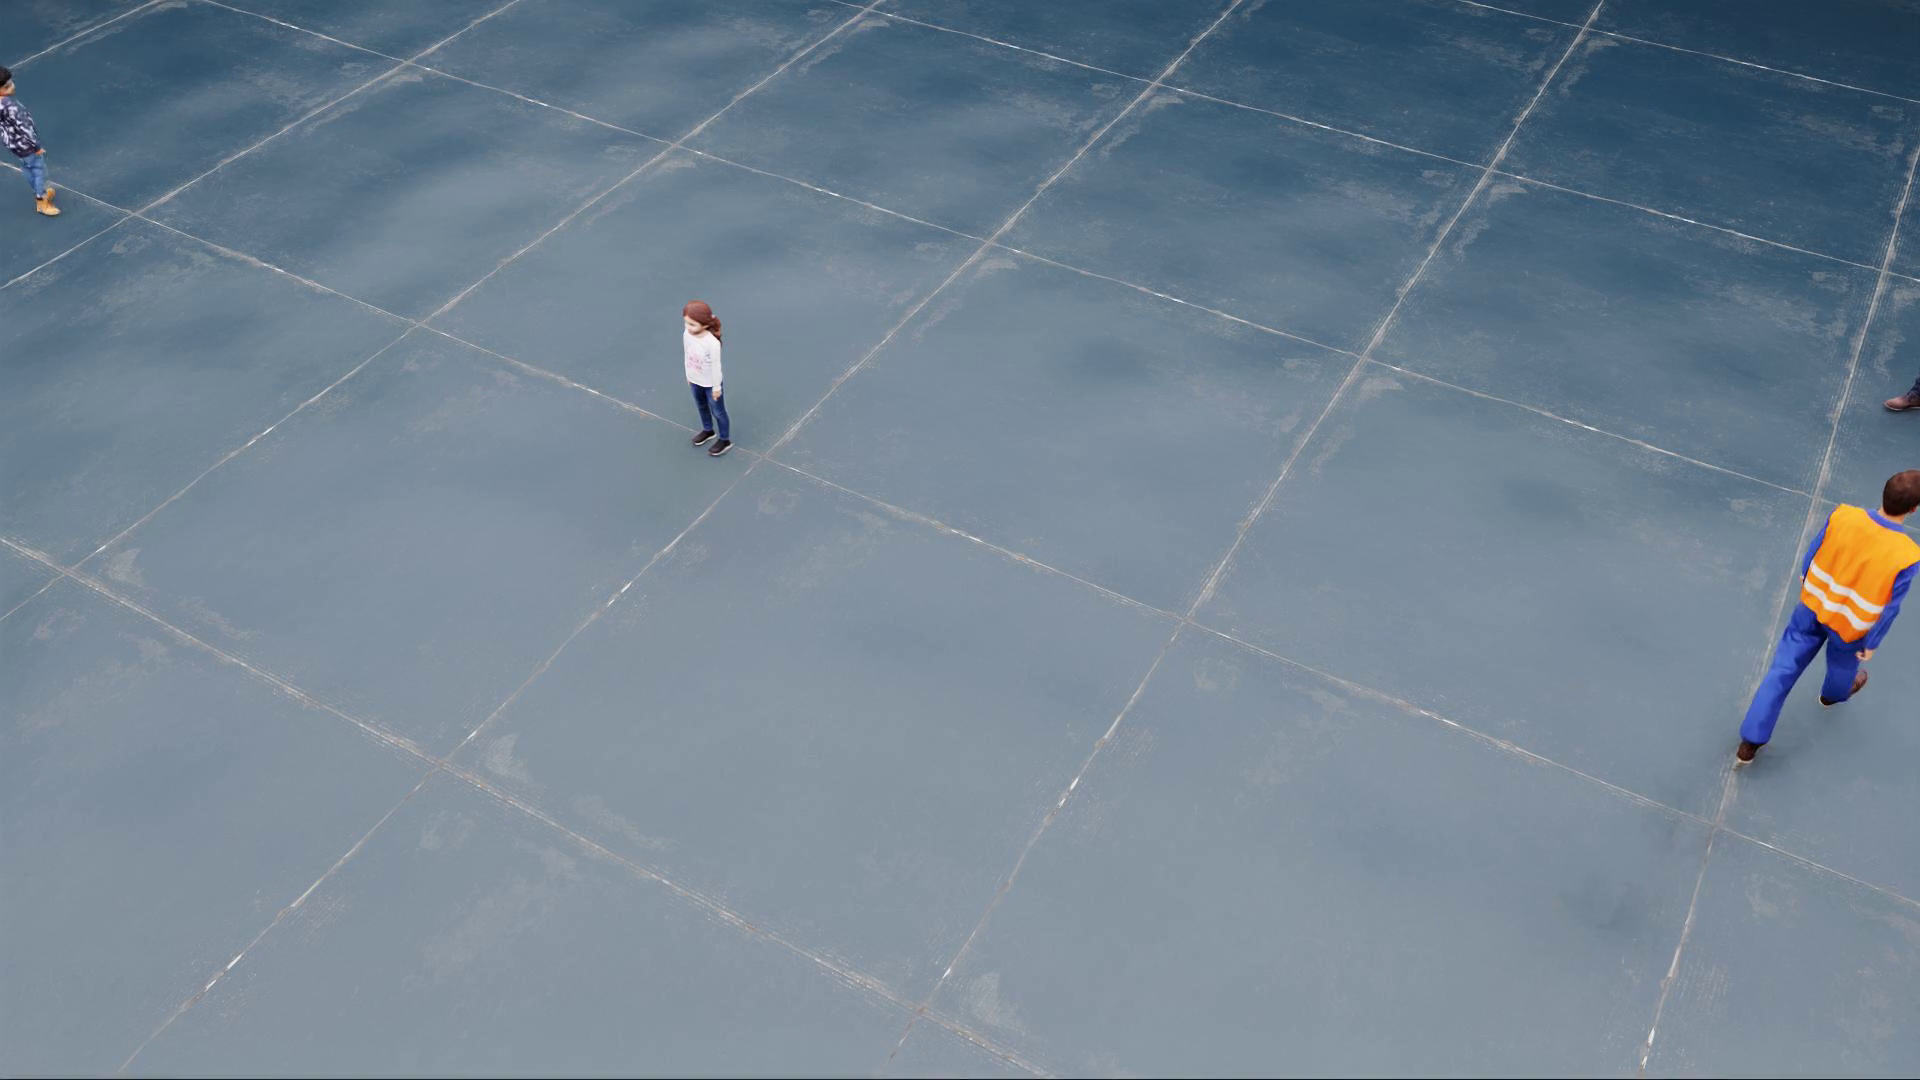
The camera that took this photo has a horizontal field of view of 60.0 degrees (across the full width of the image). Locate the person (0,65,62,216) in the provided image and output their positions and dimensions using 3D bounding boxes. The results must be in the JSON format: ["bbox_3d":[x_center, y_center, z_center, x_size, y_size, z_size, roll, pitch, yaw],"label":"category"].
[{"bbox_3d":[-7.177,-3.082,12.694,0.623,1.245,0.567,26,48,26],"label":"person"}]

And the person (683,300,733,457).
[{"bbox_3d":[-1.609,-1.043,10.548,0.448,1.112,0.482,25,48,25],"label":"person"}]

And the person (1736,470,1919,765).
[{"bbox_3d":[4.361,0.435,8.399,1.311,1.813,1.024,-28,49,-27],"label":"person"}]
